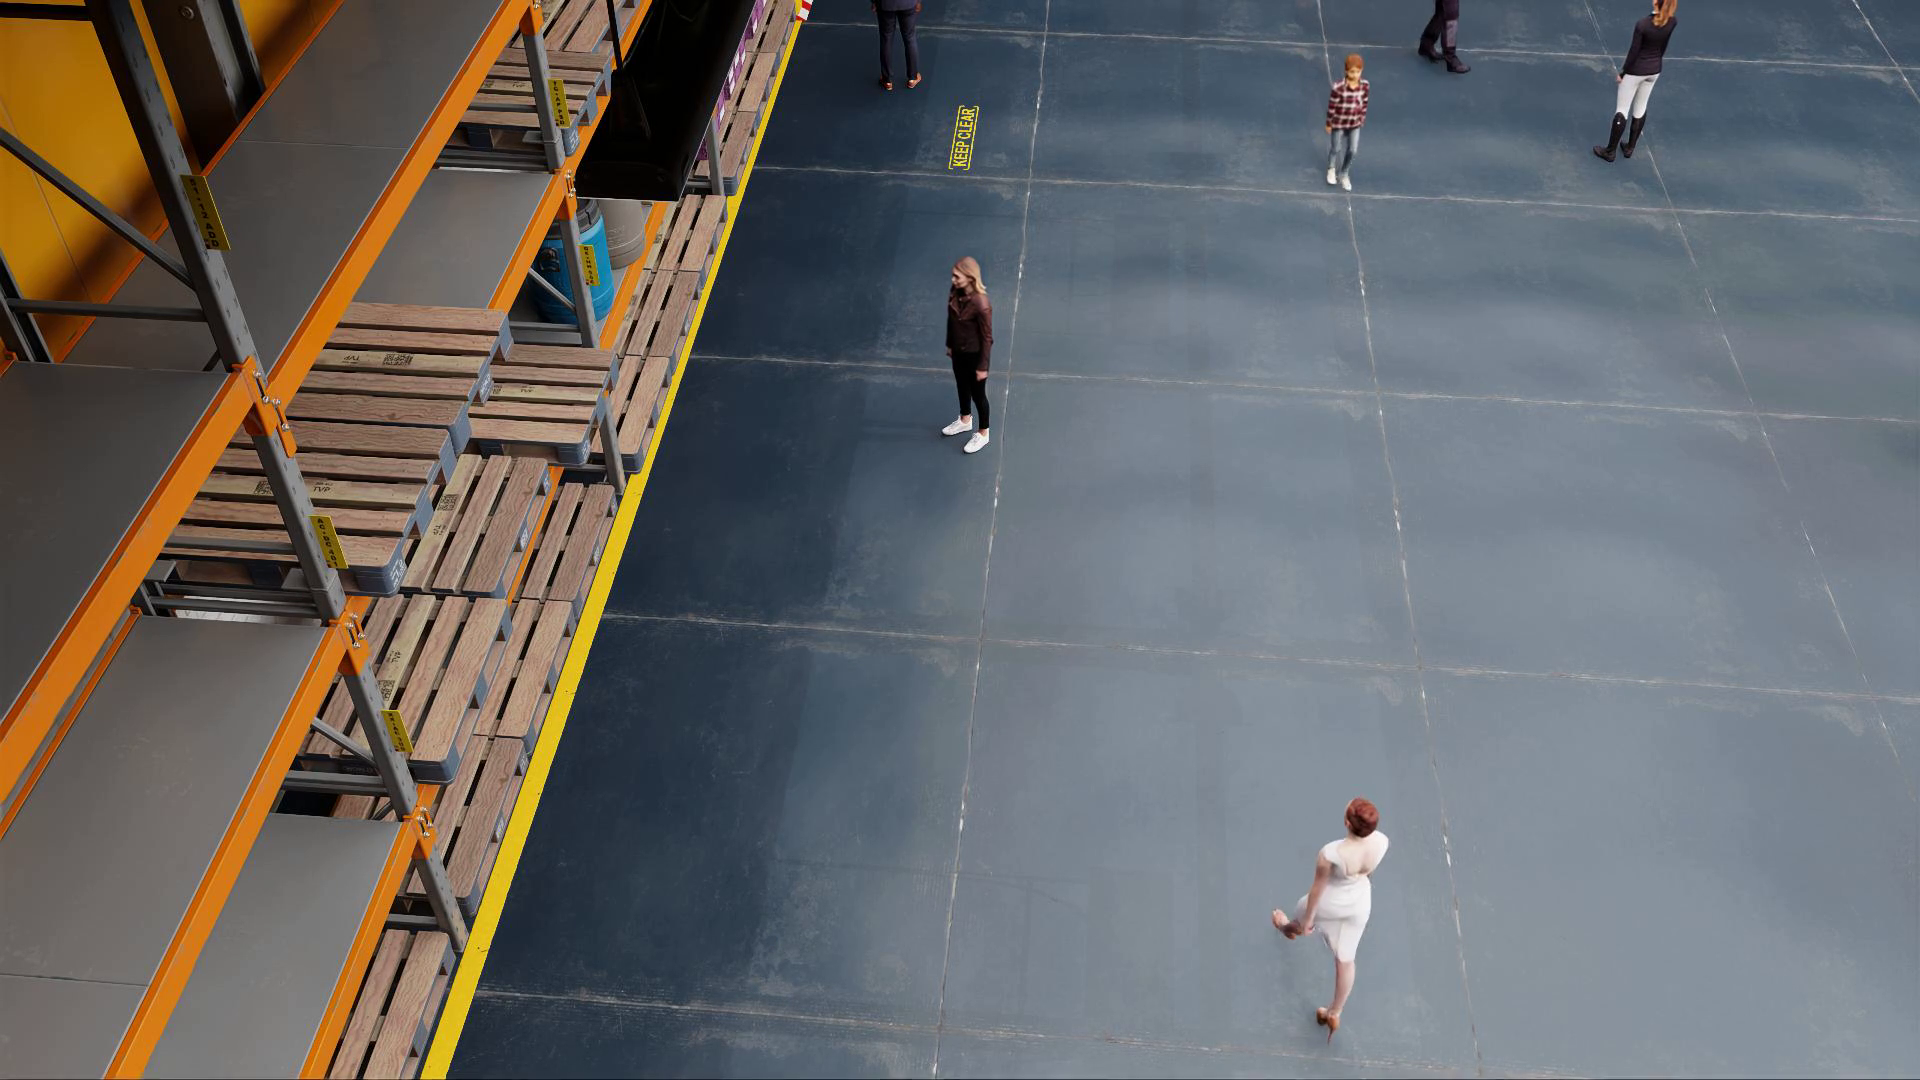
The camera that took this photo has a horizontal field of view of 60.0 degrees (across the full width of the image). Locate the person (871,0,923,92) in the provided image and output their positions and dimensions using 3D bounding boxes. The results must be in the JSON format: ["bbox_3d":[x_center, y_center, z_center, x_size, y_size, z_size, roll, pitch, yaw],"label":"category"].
[{"bbox_3d":[-0.630,-5.358,16.548,0.721,1.824,0.652,-3,44,-3],"label":"person"}]

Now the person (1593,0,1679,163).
[{"bbox_3d":[6.367,-4.361,15.569,0.643,1.729,0.665,-12,45,-12],"label":"person"}]

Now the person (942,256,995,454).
[{"bbox_3d":[0.078,-1.408,12.489,0.732,1.703,0.657,-27,50,-26],"label":"person"}]

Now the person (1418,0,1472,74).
[{"bbox_3d":[4.957,-5.745,16.946,1.028,1.835,1.063,-34,53,-30],"label":"person"}]

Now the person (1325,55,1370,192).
[{"bbox_3d":[3.560,-3.917,15.419,0.578,1.295,0.625,-3,44,-3],"label":"person"}]

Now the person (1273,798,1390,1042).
[{"bbox_3d":[2.045,2.040,8.830,0.816,1.758,1.108,-10,45,-10],"label":"person"}]
